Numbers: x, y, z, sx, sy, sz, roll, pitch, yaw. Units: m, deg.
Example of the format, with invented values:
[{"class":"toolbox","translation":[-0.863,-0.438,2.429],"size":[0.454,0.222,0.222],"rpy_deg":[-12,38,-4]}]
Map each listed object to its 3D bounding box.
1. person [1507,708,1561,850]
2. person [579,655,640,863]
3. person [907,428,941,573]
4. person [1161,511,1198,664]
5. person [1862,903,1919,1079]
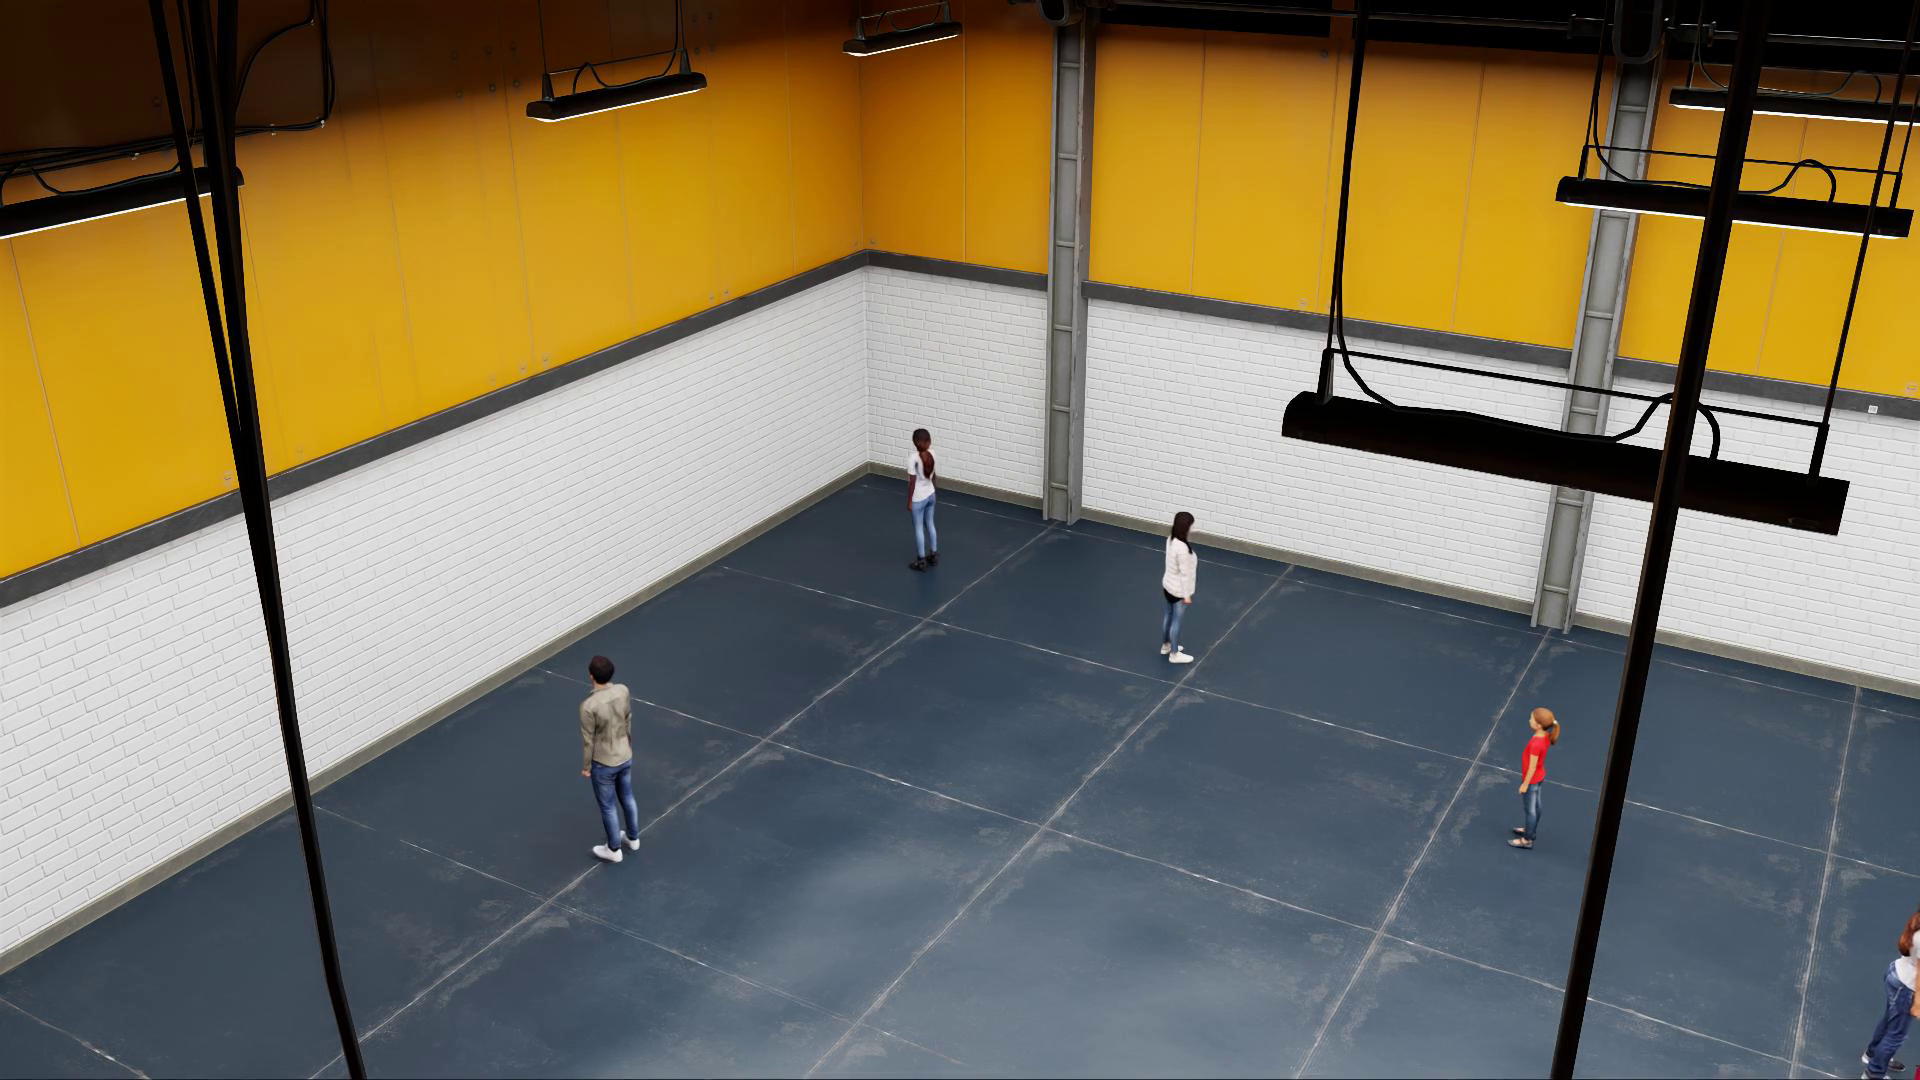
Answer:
[{"class":"person","translation":[4.871,2.008,14.091],"size":[0.504,1.311,0.495],"rpy_deg":[15,28,31]},{"class":"person","translation":[-2.906,1.816,13.839],"size":[0.598,1.864,0.725],"rpy_deg":[16,28,33]},{"class":"person","translation":[-0.434,-0.479,19.270],"size":[0.583,1.719,0.632],"rpy_deg":[21,31,39]},{"class":"person","translation":[2.244,0.474,17.195],"size":[0.757,1.636,0.700],"rpy_deg":[-6,24,-13]},{"class":"person","translation":[6.494,3.051,11.393],"size":[0.529,1.560,0.534],"rpy_deg":[11,26,23]}]
